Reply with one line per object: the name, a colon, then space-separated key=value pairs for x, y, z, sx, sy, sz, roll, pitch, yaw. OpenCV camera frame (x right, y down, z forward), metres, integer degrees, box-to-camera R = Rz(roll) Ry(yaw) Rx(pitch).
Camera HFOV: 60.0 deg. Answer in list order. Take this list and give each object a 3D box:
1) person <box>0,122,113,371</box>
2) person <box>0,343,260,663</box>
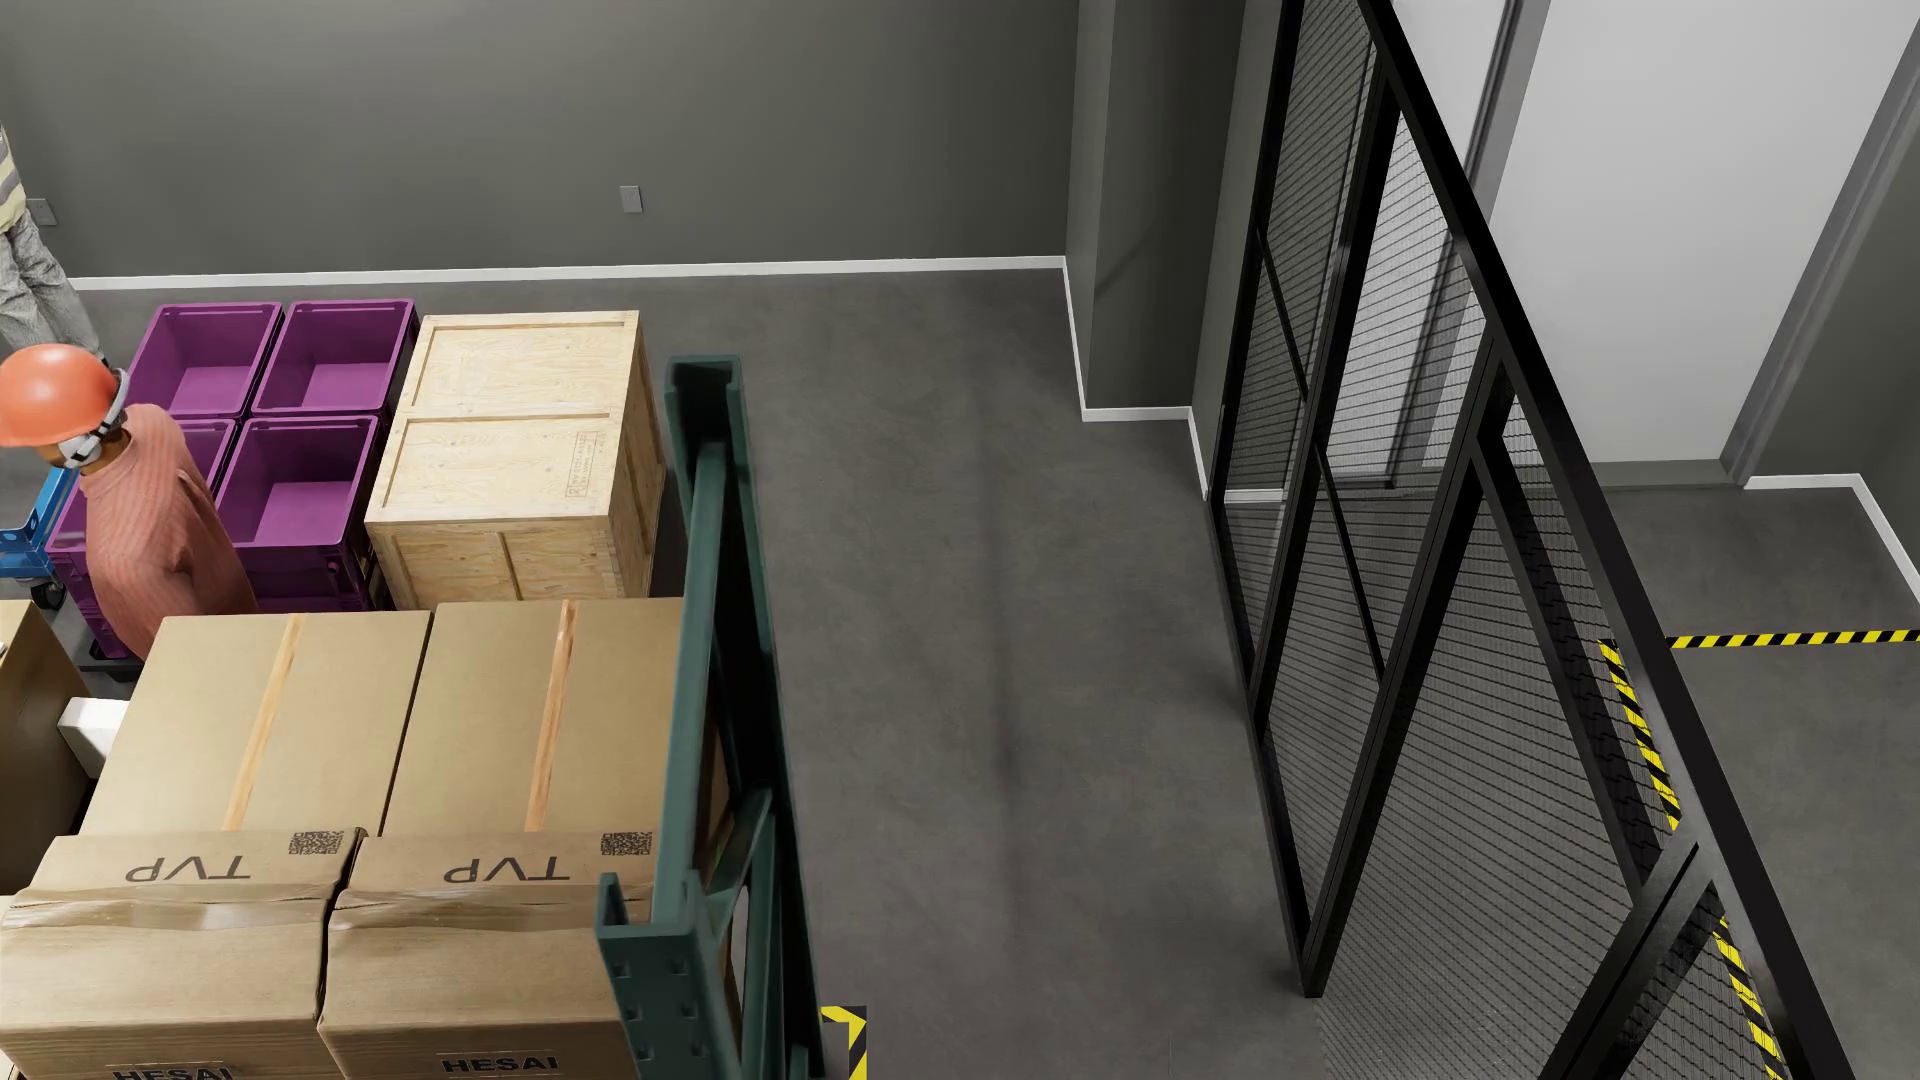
person: x=-3.557 y=-1.187 z=5.962 sx=0.403 sy=1.831 sz=0.597 roll=1 pitch=46 yaw=1
person: x=-2.061 y=0.261 z=4.470 sx=0.393 sy=1.991 sz=0.625 roll=-12 pitch=48 yaw=-11
